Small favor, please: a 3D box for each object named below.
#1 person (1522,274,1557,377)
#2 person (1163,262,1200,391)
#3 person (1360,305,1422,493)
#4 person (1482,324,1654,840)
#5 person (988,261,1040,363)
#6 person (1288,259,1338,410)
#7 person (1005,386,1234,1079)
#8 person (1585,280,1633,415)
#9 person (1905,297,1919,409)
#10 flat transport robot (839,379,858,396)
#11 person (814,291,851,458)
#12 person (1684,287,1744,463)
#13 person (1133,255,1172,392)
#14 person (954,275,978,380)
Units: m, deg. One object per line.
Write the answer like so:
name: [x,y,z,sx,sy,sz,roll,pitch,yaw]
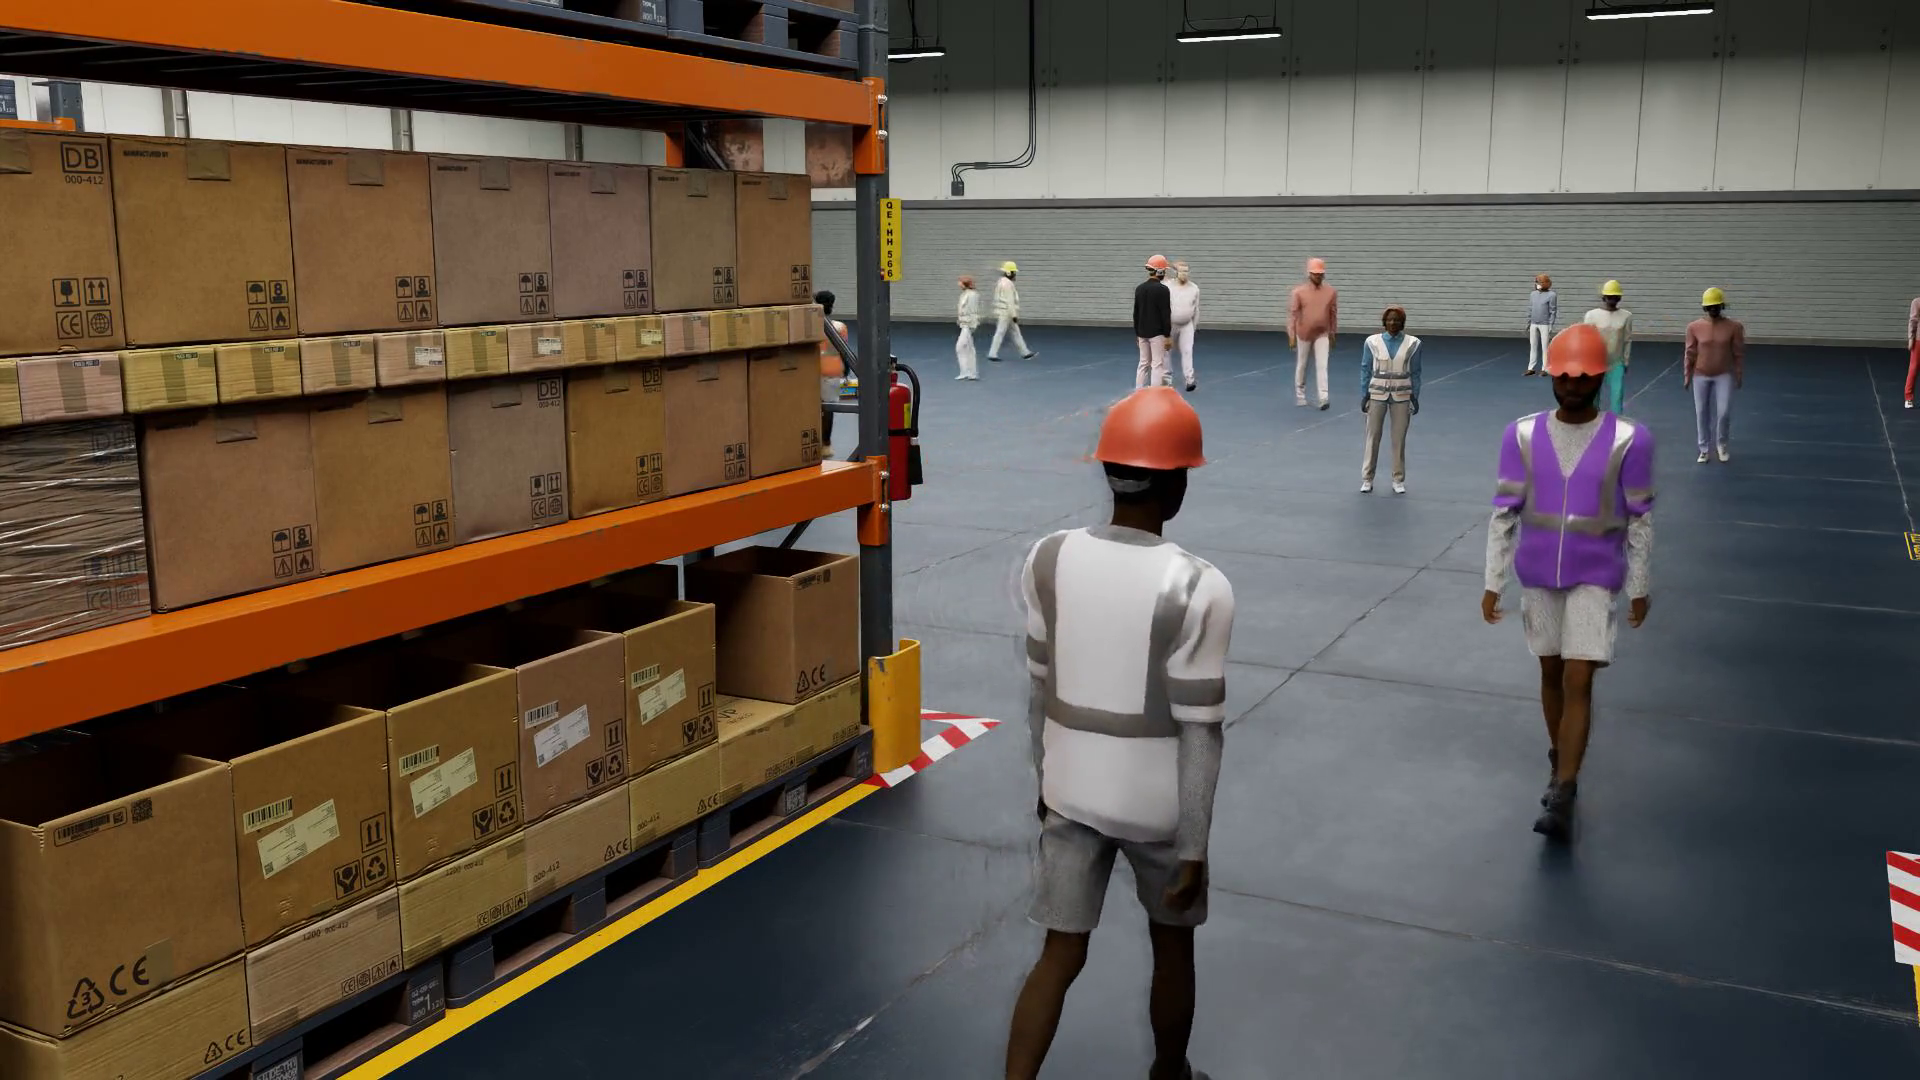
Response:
person: [9.240,-3.416,26.481,0.282,1.633,0.499,-7,13,-35]
person: [3.185,-3.098,24.160,0.635,1.851,1.018,-1,10,-7]
person: [3.750,-1.225,14.513,0.513,1.642,0.313,2,11,12]
person: [2.246,0.156,6.250,0.569,1.900,0.913,7,12,33]
person: [0.933,-4.002,29.284,0.953,1.773,0.602,0,10,0]
person: [4.571,-2.663,21.550,0.657,1.934,1.056,0,10,0]
person: [0.343,0.601,3.847,0.548,1.912,0.904,6,12,30]
person: [7.126,-1.970,18.300,0.539,1.755,0.570,2,11,9]
person: [12.555,-2.576,21.541,0.522,1.769,0.318,2,11,9]
flat transport robot: [-1.779,-2.095,22.997,1.431,0.197,0.652,-5,11,-24]
person: [-1.361,-1.679,16.856,0.556,1.677,0.476,3,11,15]
person: [7.379,-1.605,16.317,0.534,1.733,0.471,5,11,25]
person: [2.464,-2.606,21.078,0.396,1.993,0.618,-7,13,-34]
person: [0.034,-3.265,25.670,0.541,1.619,0.552,-2,11,-13]
